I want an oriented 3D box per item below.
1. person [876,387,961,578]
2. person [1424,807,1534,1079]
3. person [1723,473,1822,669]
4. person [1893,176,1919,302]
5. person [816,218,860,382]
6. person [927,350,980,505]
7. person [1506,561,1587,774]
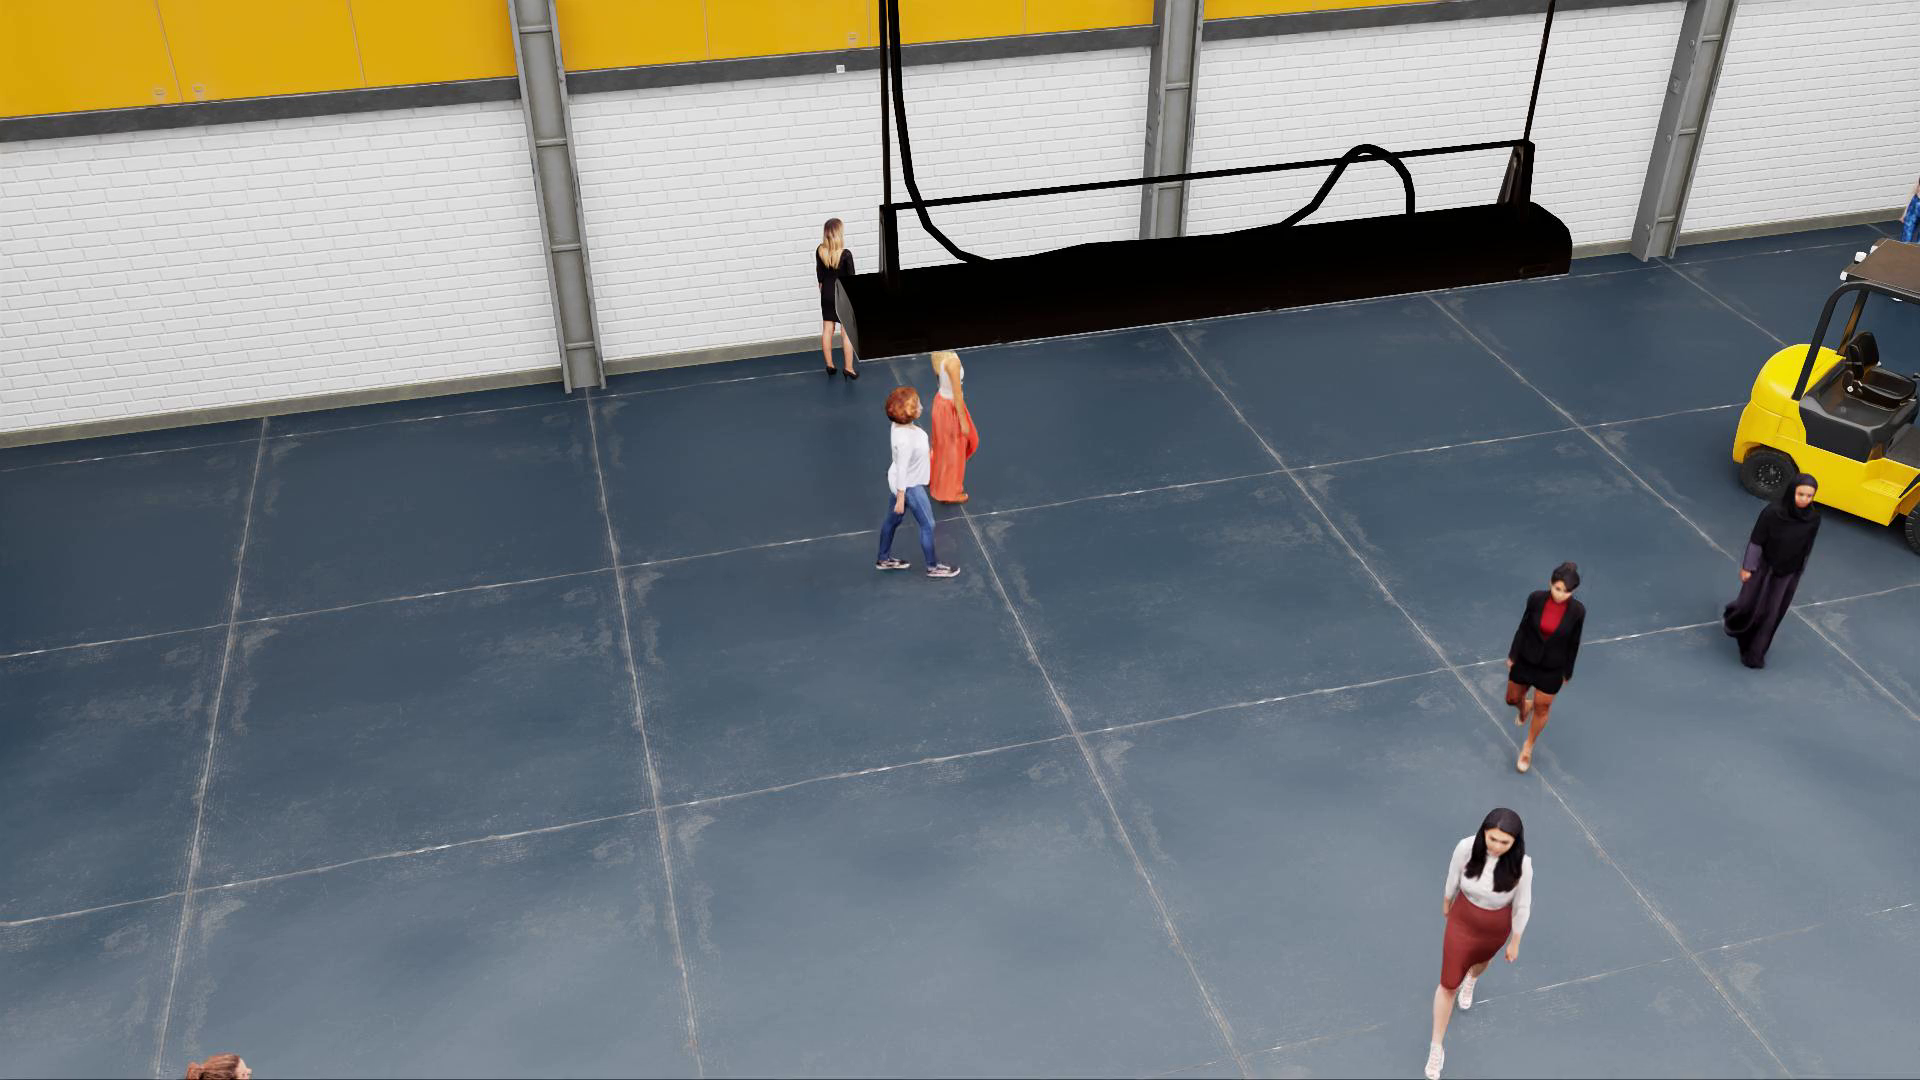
[{"bbox_3d":[-0.522,-0.449,13.233,0.932,1.688,0.709,-5,34,-7],"label":"person"},{"bbox_3d":[2.933,2.132,9.340,1.104,1.699,1.110,14,36,20],"label":"person"},{"bbox_3d":[6.049,0.166,12.381,0.864,1.606,0.853,5,34,8],"label":"person"},{"bbox_3d":[10.185,-3.412,17.604,0.634,1.785,0.607,-14,36,-20],"label":"person"},{"bbox_3d":[-1.187,-2.317,16.054,0.583,1.677,0.667,14,36,20],"label":"person"},{"bbox_3d":[-0.184,-1.054,14.051,0.845,1.791,0.700,-4,34,-5],"label":"person"},{"bbox_3d":[3.971,0.837,11.352,0.778,1.628,0.839,19,38,26],"label":"person"}]
